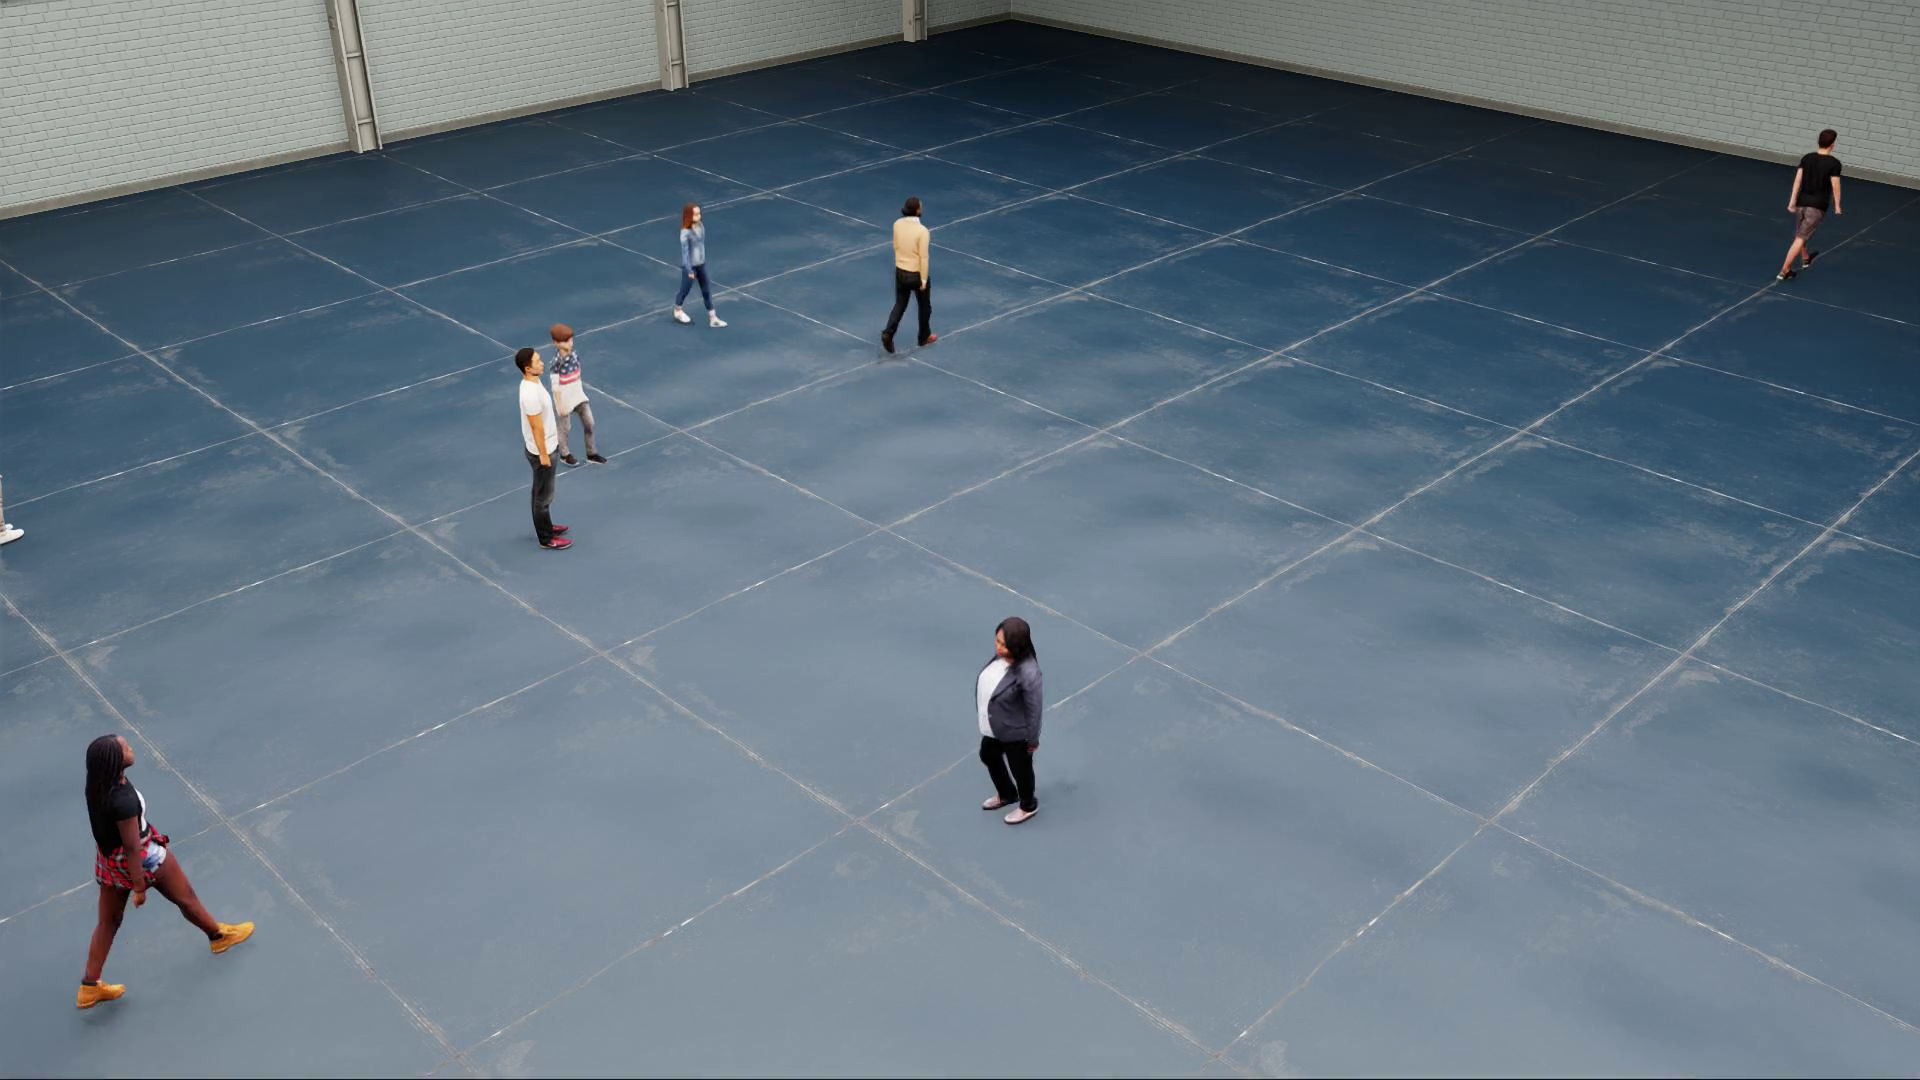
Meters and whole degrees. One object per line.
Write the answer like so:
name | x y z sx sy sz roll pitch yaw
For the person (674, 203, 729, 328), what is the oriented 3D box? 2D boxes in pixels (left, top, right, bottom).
person | -3.110 -3.140 19.066 0.765 1.440 0.987 17 32 28

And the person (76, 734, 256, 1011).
person | -4.746 1.903 9.358 0.704 1.665 1.270 20 34 33

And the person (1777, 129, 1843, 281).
person | 10.397 -4.080 20.428 1.213 1.819 0.869 -15 32 -26

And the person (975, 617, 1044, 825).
person | 0.410 1.157 10.851 0.780 1.578 0.784 -12 30 -21

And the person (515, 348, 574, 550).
person | -3.619 -0.801 14.287 0.724 1.804 0.725 -7 29 -12

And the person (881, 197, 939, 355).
person | -0.590 -2.894 18.292 0.799 1.734 1.131 17 32 29

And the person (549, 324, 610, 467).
person | -3.751 -1.378 15.775 0.658 1.423 0.700 18 33 30
